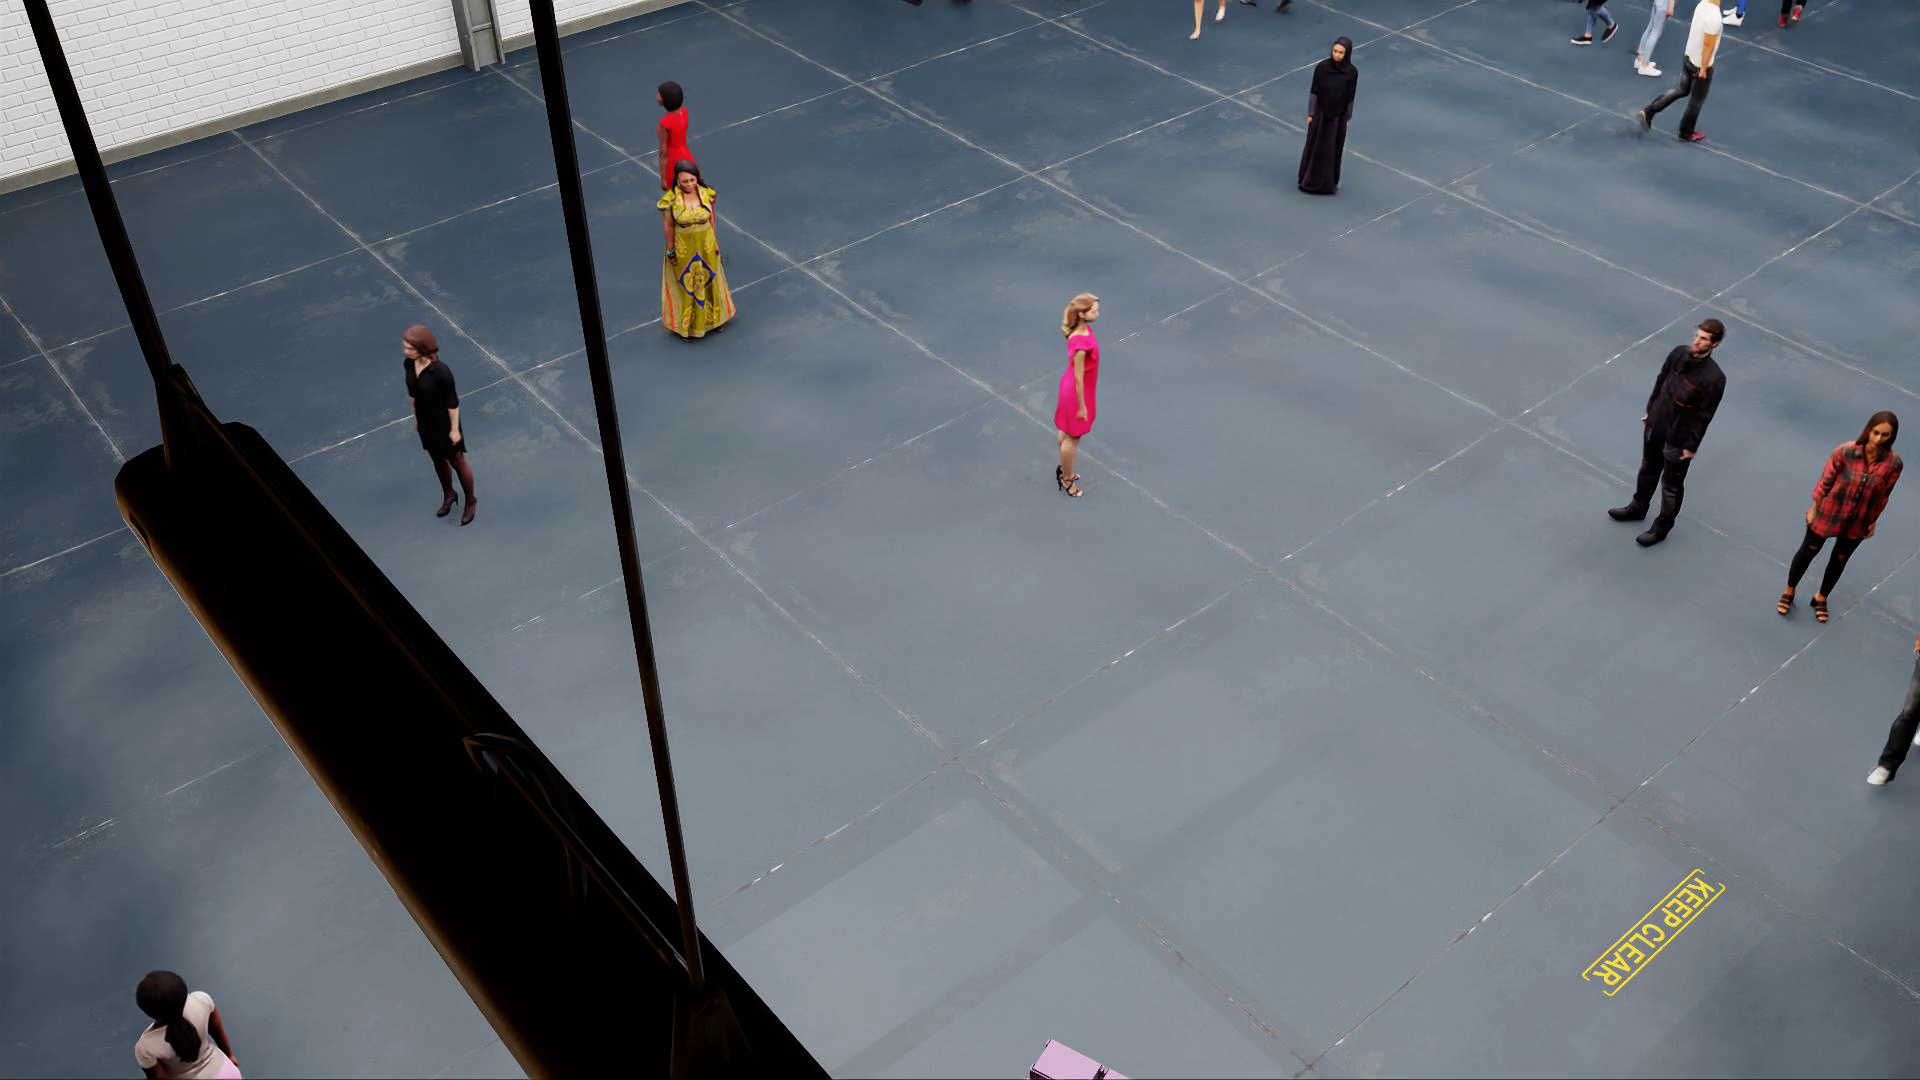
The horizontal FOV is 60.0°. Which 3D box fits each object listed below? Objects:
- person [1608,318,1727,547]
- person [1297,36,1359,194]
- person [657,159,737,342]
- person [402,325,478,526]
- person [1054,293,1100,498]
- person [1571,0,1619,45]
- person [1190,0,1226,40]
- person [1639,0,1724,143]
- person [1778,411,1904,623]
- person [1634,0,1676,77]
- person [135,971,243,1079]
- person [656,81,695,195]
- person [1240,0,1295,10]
[{"bbox_3d":[5.221,-0.804,12.131,0.725,1.838,0.795,-11,40,-14],"label":"person"},{"bbox_3d":[3.706,-4.269,16.650,0.711,1.614,0.754,9,39,11],"label":"person"},{"bbox_3d":[-2.326,-2.548,14.457,0.757,1.660,0.946,-21,43,-24],"label":"person"},{"bbox_3d":[-3.856,-0.865,12.314,0.651,1.705,0.624,18,42,21],"label":"person"},{"bbox_3d":[0.871,-1.115,12.610,0.718,1.726,0.669,1,39,1],"label":"person"},{"bbox_3d":[7.626,-6.587,19.501,0.903,1.677,0.822,-4,39,-5],"label":"person"},{"bbox_3d":[3.059,-6.929,19.916,0.924,1.695,1.211,16,41,19],"label":"person"},{"bbox_3d":[7.678,-5.044,17.479,1.086,1.790,0.980,-1,39,-1],"label":"person"},{"bbox_3d":[6.078,-0.169,11.445,0.700,1.703,0.713,13,40,16],"label":"person"},{"bbox_3d":[8.033,-6.170,18.957,0.739,1.705,0.676,3,39,4],"label":"person"},{"bbox_3d":[-3.607,2.618,7.927,0.699,1.737,0.572,19,42,22],"label":"person"},{"bbox_3d":[-2.590,-3.427,15.497,0.863,1.735,0.891,16,41,19],"label":"person"},{"bbox_3d":[3.884,-7.195,20.572,0.752,1.290,0.911,19,42,22],"label":"person"}]
